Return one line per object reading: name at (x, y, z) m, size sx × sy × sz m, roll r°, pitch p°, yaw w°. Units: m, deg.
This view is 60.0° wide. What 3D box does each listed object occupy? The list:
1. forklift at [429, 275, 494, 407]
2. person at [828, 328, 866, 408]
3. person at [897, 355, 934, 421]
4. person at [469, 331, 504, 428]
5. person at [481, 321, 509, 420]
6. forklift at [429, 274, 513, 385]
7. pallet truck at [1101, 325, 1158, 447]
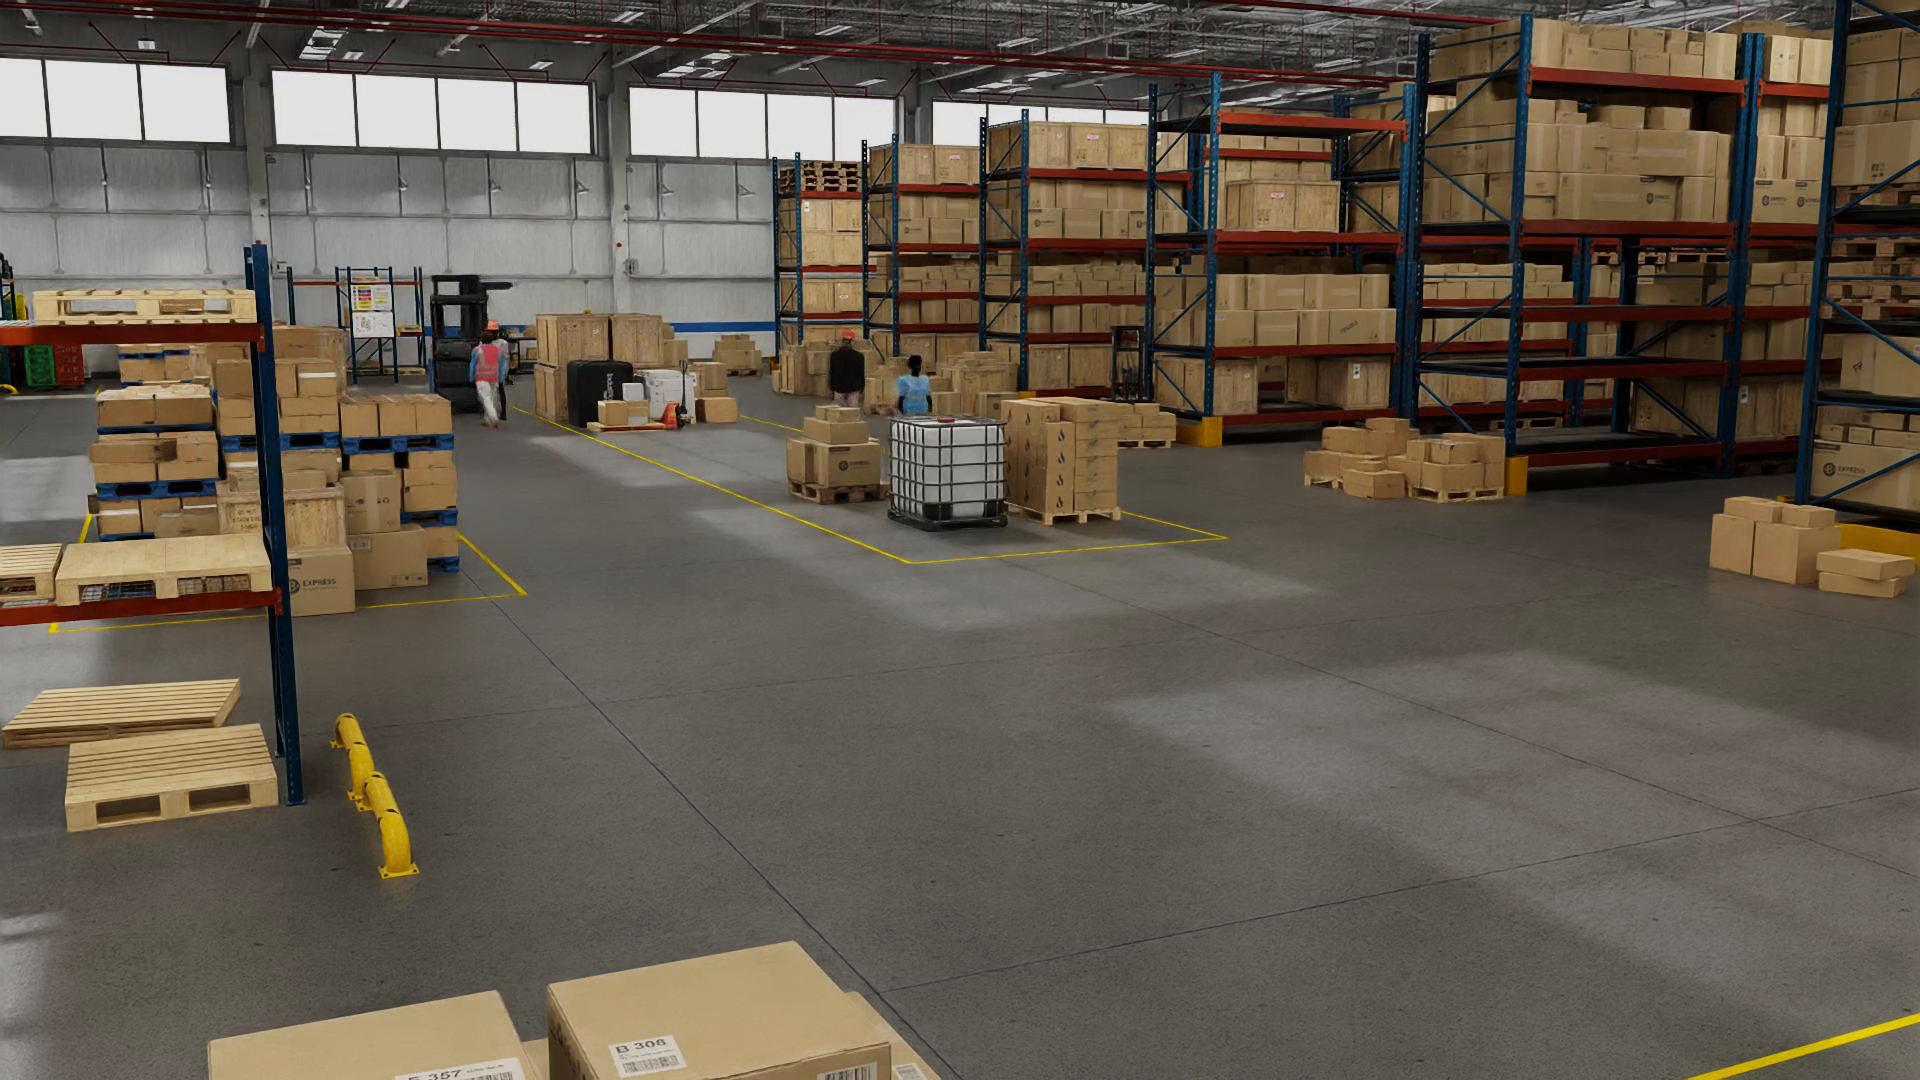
forklift at (-10.521, -4.149, 34.826) m, size 1.129 × 2.768 × 1.873 m, roll -4°, pitch 10°, yaw -22°
person at (-1.851, -2.475, 27.224) m, size 0.614 × 1.982 × 0.515 m, roll 3°, pitch 9°, yaw 15°
person at (-0.597, -1.873, 24.448) m, size 0.553 × 1.655 × 0.819 m, roll -7°, pitch 11°, yaw -35°
person at (-8.735, -2.971, 30.823) m, size 0.830 × 1.819 × 0.620 m, roll 9°, pitch 13°, yaw 43°
person at (-9.081, -3.302, 32.477) m, size 0.548 × 1.942 × 0.348 m, roll 0°, pitch 9°, yaw -3°
forklift at (-12.386, -5.291, 41.916) m, size 1.873 × 2.768 × 1.129 m, roll -4°, pitch 10°, yaw -25°
pallet truck at (2.881, -2.596, 27.923) m, size 0.823 × 1.965 × 1.885 m, roll -1°, pitch 9°, yaw -7°
